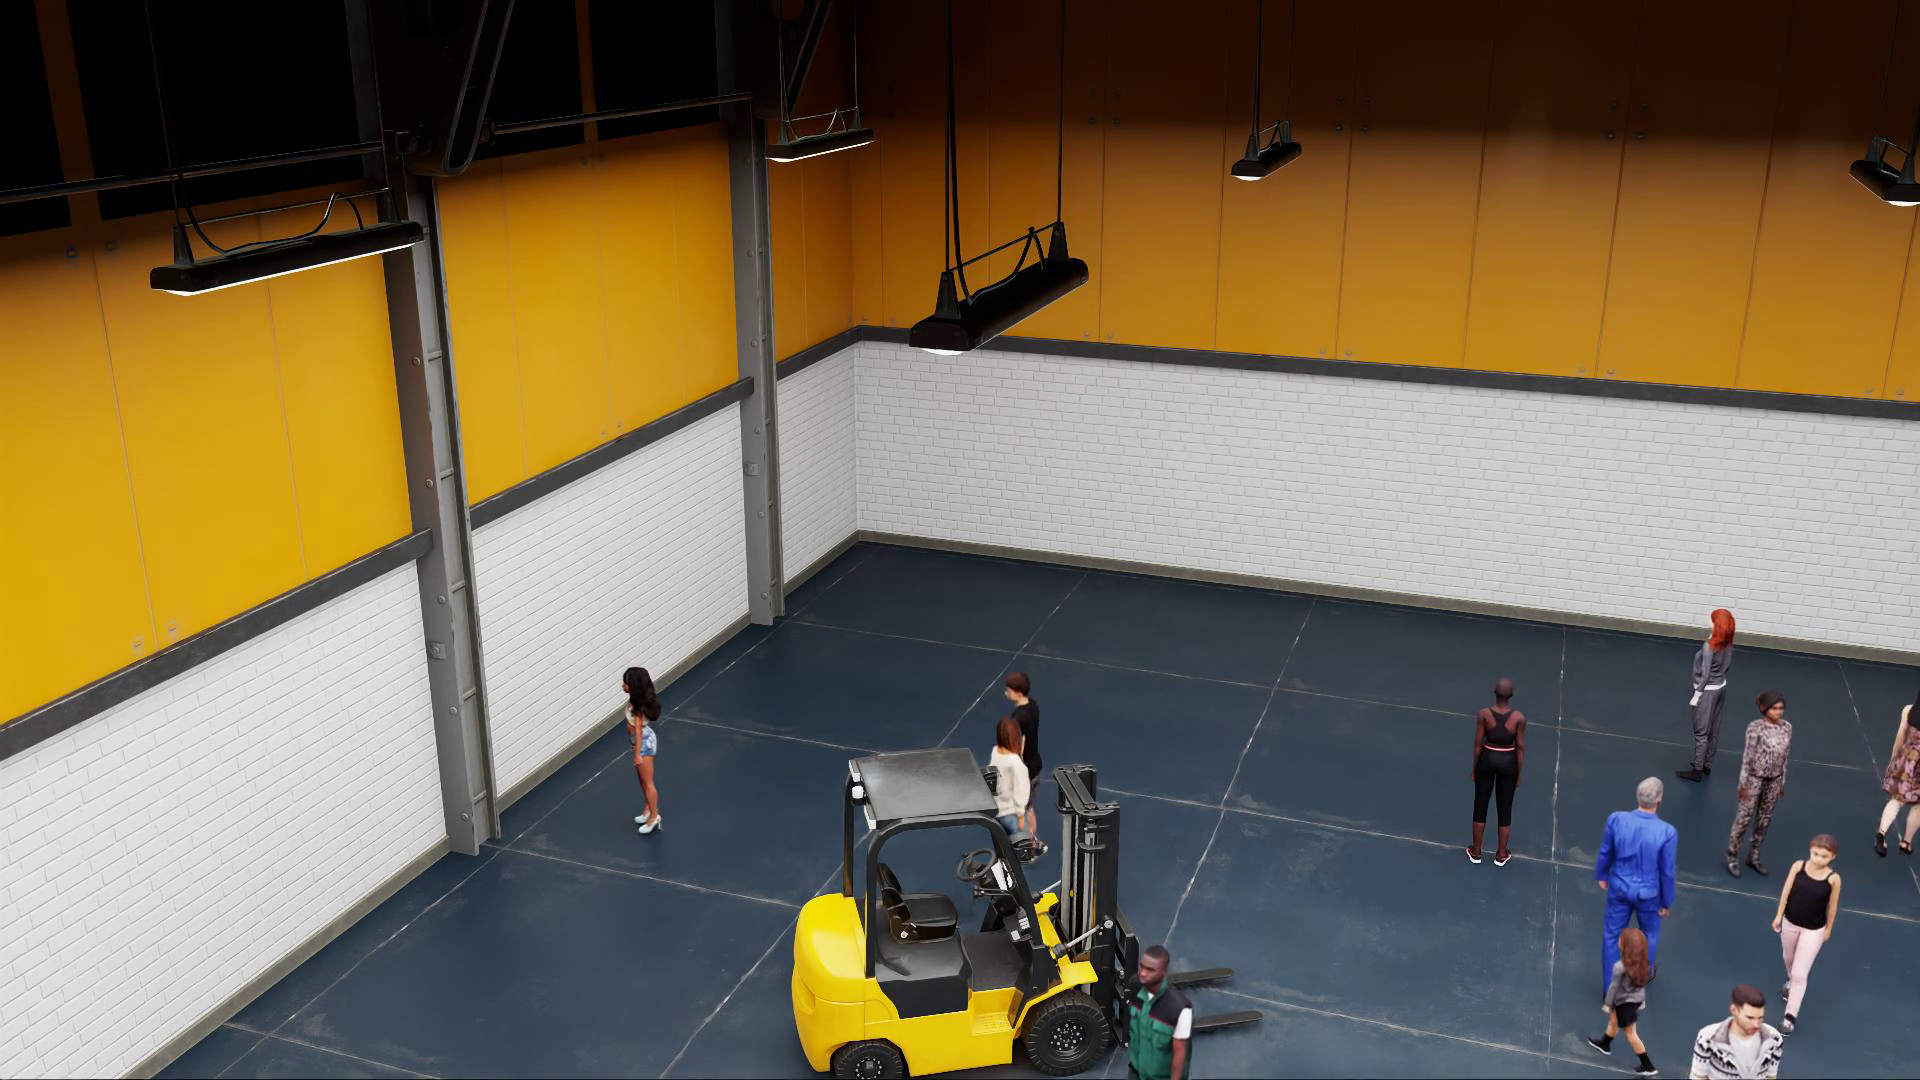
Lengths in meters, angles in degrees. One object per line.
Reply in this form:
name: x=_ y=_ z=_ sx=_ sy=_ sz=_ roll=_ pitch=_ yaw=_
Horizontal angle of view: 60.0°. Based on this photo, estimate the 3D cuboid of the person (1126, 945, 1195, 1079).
person: x=1.330 y=3.380 z=10.591 sx=1.293 sy=1.779 sz=1.057 roll=-17 pitch=25 yaw=-41

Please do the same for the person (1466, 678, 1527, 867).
person: x=4.720 y=2.027 z=14.642 sx=0.585 sy=1.757 sz=0.529 roll=6 pitch=19 yaw=17

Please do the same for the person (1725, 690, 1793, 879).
person: x=6.965 y=2.110 z=14.463 sx=0.666 sy=1.714 sz=0.688 roll=-2 pitch=19 yaw=-5

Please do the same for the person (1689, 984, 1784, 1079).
person: x=4.678 y=3.494 z=10.143 sx=0.744 sy=1.849 sz=0.706 roll=0 pitch=19 yaw=-1

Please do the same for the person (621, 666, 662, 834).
person: x=-2.909 y=1.902 z=15.226 sx=0.728 sy=1.621 sz=0.653 roll=-5 pitch=19 yaw=-14

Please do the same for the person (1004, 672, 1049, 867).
person: x=0.626 y=2.016 z=14.535 sx=0.777 sy=1.847 sz=0.633 roll=8 pitch=20 yaw=22

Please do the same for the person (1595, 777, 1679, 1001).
person: x=5.078 y=2.692 z=12.581 sx=0.888 sy=1.812 sz=0.957 roll=13 pitch=23 yaw=33

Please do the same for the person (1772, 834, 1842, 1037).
person: x=6.337 y=2.875 z=12.476 sx=0.802 sy=1.533 sz=1.088 roll=17 pitch=25 yaw=41

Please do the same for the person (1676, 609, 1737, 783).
person: x=7.292 y=1.494 z=16.189 sx=0.606 sy=1.779 sz=0.717 roll=-14 pitch=23 yaw=-36

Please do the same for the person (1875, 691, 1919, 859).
person: x=8.326 y=2.062 z=14.546 sx=1.108 sy=1.753 sz=0.917 roll=-15 pitch=24 yaw=-38

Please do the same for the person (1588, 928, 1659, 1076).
person: x=4.816 y=3.309 z=11.891 sx=0.798 sy=1.084 sz=0.793 roll=-13 pitch=23 yaw=-34

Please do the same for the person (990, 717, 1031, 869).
person: x=0.359 y=2.290 z=13.990 sx=0.822 sy=1.675 sz=0.764 roll=-9 pitch=21 yaw=-24
